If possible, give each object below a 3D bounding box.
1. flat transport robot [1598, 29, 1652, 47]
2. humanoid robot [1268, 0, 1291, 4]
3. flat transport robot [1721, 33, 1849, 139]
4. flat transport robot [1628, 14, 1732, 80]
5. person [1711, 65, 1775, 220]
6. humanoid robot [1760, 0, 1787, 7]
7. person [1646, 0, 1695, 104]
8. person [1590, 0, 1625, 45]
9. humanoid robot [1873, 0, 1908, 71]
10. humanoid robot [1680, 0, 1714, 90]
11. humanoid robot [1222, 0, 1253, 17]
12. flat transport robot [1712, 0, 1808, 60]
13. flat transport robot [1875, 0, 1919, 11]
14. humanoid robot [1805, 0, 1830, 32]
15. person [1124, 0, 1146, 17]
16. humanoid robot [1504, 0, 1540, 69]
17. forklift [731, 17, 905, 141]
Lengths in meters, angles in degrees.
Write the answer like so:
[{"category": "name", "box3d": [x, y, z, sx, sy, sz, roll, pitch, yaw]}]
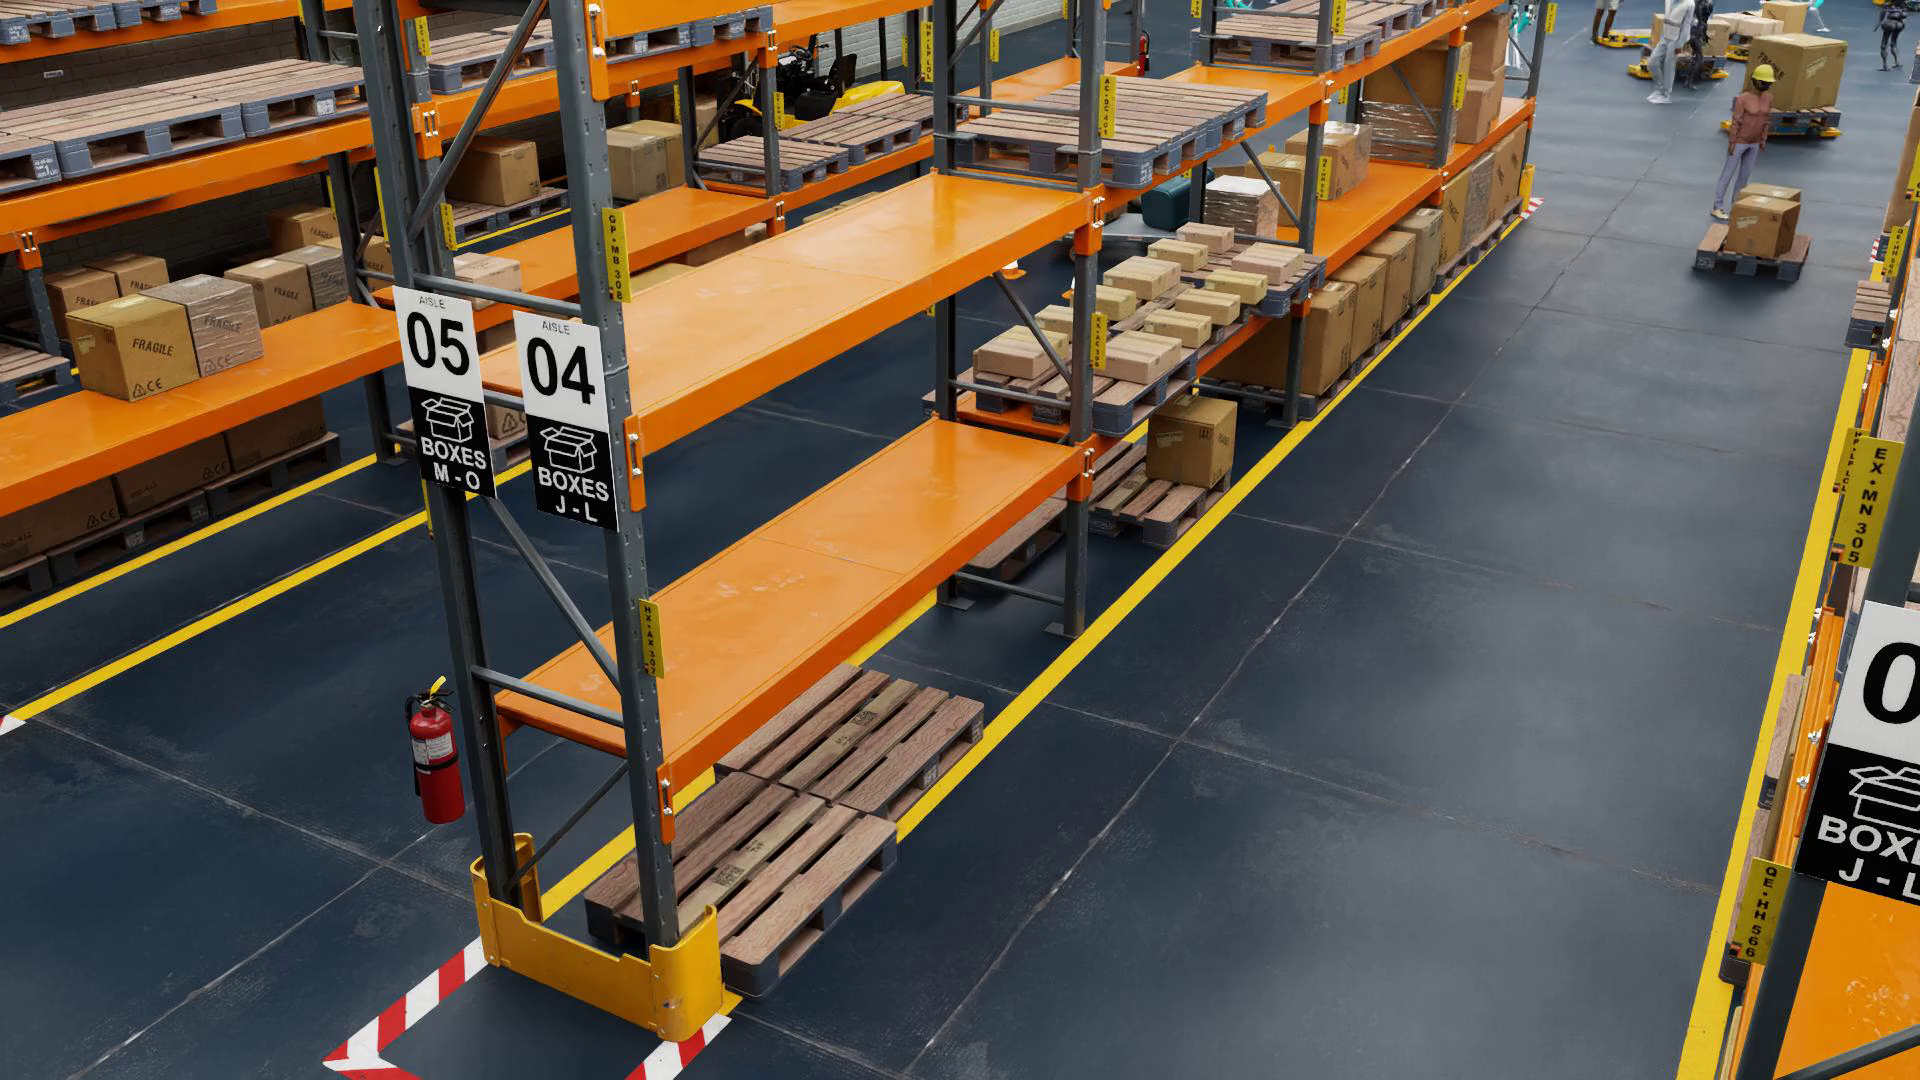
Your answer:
[{"category": "flat transport robot", "box3d": [12.444, -9.171, 30.399, 1.431, 0.231, 0.659, -3, 26, -5]}, {"category": "humanoid robot", "box3d": [6.782, -12.039, 34.778, 0.793, 1.880, 0.558, -6, 26, -11]}, {"category": "flat transport robot", "box3d": [11.619, -5.869, 23.537, 1.431, 0.231, 0.659, 0, 26, 0]}, {"category": "flat transport robot", "box3d": [11.914, -7.803, 27.555, 1.431, 0.231, 0.659, 2, 26, 3]}, {"category": "person", "box3d": [9.059, -4.569, 19.122, 0.521, 1.760, 0.343, -9, 27, -18]}, {"category": "humanoid robot", "box3d": [14.870, -9.770, 30.024, 0.553, 1.821, 0.898, -21, 33, -37]}, {"category": "person", "box3d": [10.741, -7.547, 25.162, 0.507, 1.882, 0.632, -6, 26, -13]}, {"category": "person", "box3d": [11.762, -9.949, 30.122, 0.371, 1.946, 0.634, -15, 30, -29]}, {"category": "humanoid robot", "box3d": [15.613, -8.694, 27.795, 0.589, 1.642, 0.383, -11, 28, -22]}, {"category": "humanoid robot", "box3d": [11.690, -7.966, 26.268, 0.336, 1.656, 0.586, 14, 29, 27]}, {"category": "humanoid robot", "box3d": [5.102, -9.917, 30.363, 0.673, 1.885, 0.547, -12, 28, -24]}, {"category": "flat transport robot", "box3d": [13.999, -8.638, 29.291, 1.431, 0.231, 0.659, -12, 28, -24]}, {"category": "flat transport robot", "box3d": [19.869, -11.176, 34.565, 0.659, 0.231, 1.431, -10, 28, -21]}, {"category": "humanoid robot", "box3d": [16.259, -10.475, 31.477, 0.904, 1.827, 0.559, 3, 26, 5]}, {"category": "person", "box3d": [3.539, -11.435, 33.244, 0.386, 1.915, 0.722, -1, 26, -2]}, {"category": "humanoid robot", "box3d": [9.417, -8.895, 28.106, 0.549, 1.770, 0.667, -4, 26, -8]}, {"category": "forklift", "box3d": [-1.819, -5.975, 21.543, 2.313, 2.155, 1.214, 14, 29, 26]}]
